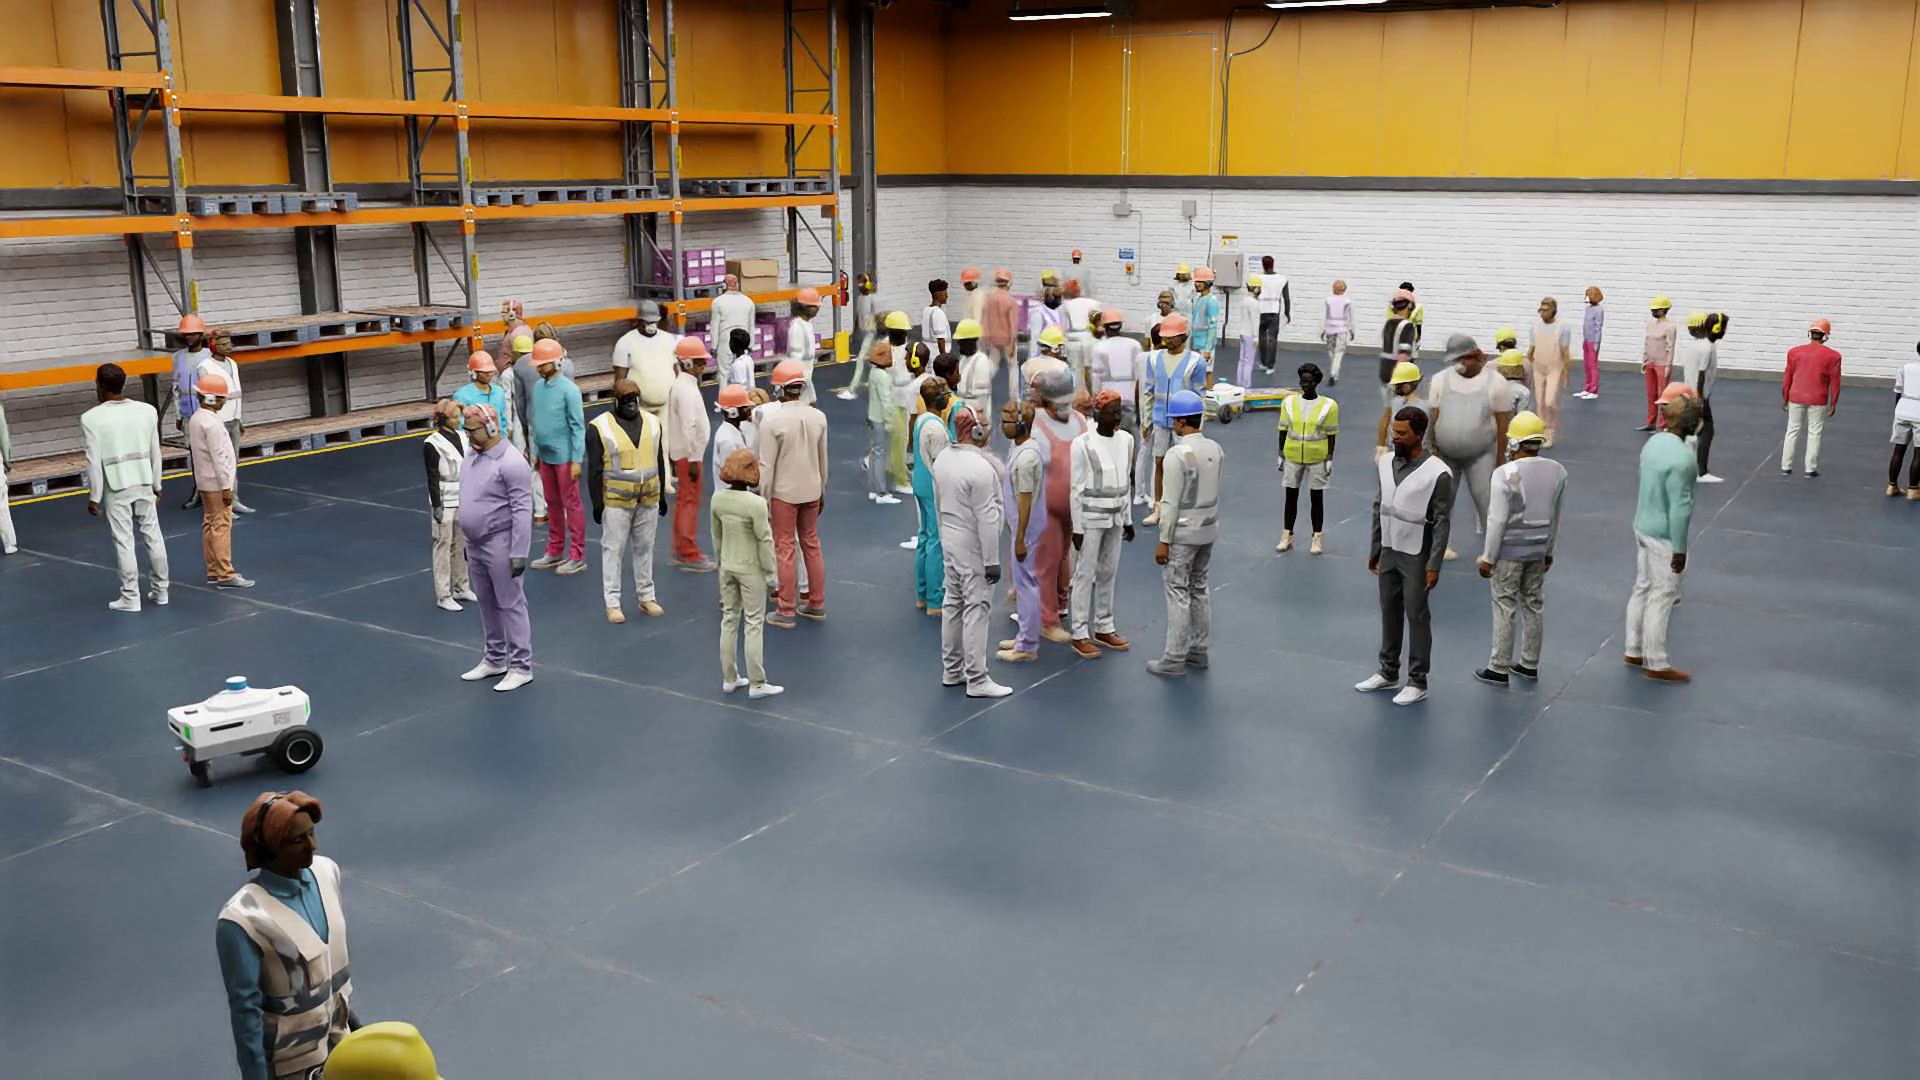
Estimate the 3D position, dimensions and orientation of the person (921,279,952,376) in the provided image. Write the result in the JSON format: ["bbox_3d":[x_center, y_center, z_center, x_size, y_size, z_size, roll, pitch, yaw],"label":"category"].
[{"bbox_3d":[-0.286,-2.306,20.973,0.368,1.966,0.602,-5,14,-20],"label":"person"}]

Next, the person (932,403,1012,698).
[{"bbox_3d":[0.087,0.066,10.803,0.407,1.913,0.639,-7,15,-29],"label":"person"}]

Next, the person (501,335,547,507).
[{"bbox_3d":[-4.283,-1.155,16.467,0.320,1.742,0.492,12,18,42],"label":"person"}]

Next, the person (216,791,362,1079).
[{"bbox_3d":[-1.997,1.535,5.022,0.310,1.642,0.514,3,13,13],"label":"person"}]

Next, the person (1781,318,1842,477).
[{"bbox_3d":[9.318,-1.556,18.221,0.573,1.738,0.351,9,16,35],"label":"person"}]

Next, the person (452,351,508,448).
[{"bbox_3d":[-4.298,-0.838,15.066,0.332,1.753,0.561,8,15,33],"label":"person"}]

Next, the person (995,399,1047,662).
[{"bbox_3d":[0.429,-0.063,11.538,0.344,1.840,0.504,1,13,5],"label":"person"}]

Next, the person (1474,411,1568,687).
[{"bbox_3d":[3.688,0.060,11.000,0.600,1.831,0.404,-6,14,-23],"label":"person"}]

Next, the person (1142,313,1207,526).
[{"bbox_3d":[1.989,-1.109,15.615,0.614,2.038,0.396,7,15,29],"label":"person"}]

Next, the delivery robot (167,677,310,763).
[{"bbox_3d":[-4.085,1.019,9.434,0.707,0.478,0.477,-11,17,-39],"label":"delivery robot"}]

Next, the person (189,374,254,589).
[{"bbox_3d":[-6.028,-0.478,13.530,0.339,1.742,0.563,-11,17,-38],"label":"person"}]

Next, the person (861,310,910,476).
[{"bbox_3d":[-0.834,-1.613,18.273,0.682,1.817,0.522,6,14,25],"label":"person"}]

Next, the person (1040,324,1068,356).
[{"bbox_3d":[0.960,-1.408,17.546,0.339,1.747,0.573,1,13,3],"label":"person"}]

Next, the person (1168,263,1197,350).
[{"bbox_3d":[3.680,-3.707,27.545,0.487,1.741,0.313,1,13,6],"label":"person"}]

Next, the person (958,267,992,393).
[{"bbox_3d":[0.180,-2.813,23.168,0.431,1.964,0.624,-3,13,-12],"label":"person"}]

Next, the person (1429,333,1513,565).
[{"bbox_3d":[4.384,-0.819,14.359,0.723,2.000,0.553,7,15,27],"label":"person"}]

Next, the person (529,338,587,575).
[{"bbox_3d":[-3.391,-0.702,13.964,0.611,1.989,0.398,12,17,41],"label":"person"}]

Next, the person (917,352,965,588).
[{"bbox_3d":[-0.139,-0.567,13.534,0.388,1.919,0.594,-9,16,-35],"label":"person"}]

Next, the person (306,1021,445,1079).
[{"bbox_3d":[-1.186,1.830,3.495,0.339,1.761,0.524,-1,13,-5],"label":"person"}]

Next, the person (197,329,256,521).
[{"bbox_3d":[-7.144,-1.122,16.102,0.373,1.843,0.571,1,13,4],"label":"person"}]

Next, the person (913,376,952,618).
[{"bbox_3d":[-0.181,-0.329,12.663,0.345,1.847,0.508,-4,14,-18],"label":"person"}]

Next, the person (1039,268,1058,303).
[{"bbox_3d":[1.482,-3.473,26.561,0.465,1.723,0.491,-10,17,-38],"label":"person"}]

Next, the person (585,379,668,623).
[{"bbox_3d":[-2.489,-0.302,12.555,0.634,1.841,0.429,-10,16,-36],"label":"person"}]

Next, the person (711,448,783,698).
[{"bbox_3d":[-1.394,0.213,10.773,0.499,1.634,0.288,9,16,35],"label":"person"}]

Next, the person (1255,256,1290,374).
[{"bbox_3d":[5.068,-3.681,27.132,0.641,1.867,0.913,3,13,11],"label":"person"}]

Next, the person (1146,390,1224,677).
[{"bbox_3d":[1.533,-0.043,11.243,0.419,1.932,0.618,10,17,38],"label":"person"}]

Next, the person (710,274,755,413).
[{"bbox_3d":[-3.122,-2.678,22.750,0.659,1.894,0.400,-9,16,-34],"label":"person"}]

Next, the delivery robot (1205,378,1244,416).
[{"bbox_3d":[3.483,-1.905,22.120,0.477,0.478,0.707,11,17,39],"label":"delivery robot"}]

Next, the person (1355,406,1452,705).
[{"bbox_3d":[2.872,0.090,10.684,0.378,1.917,0.597,-7,15,-29],"label":"person"}]

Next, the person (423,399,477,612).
[{"bbox_3d":[-3.943,-0.279,12.904,0.309,1.638,0.511,4,14,17],"label":"person"}]

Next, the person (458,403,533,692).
[{"bbox_3d":[-3.081,0.042,10.932,0.655,1.900,0.407,11,17,41],"label":"person"}]

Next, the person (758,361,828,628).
[{"bbox_3d":[-1.256,-0.344,12.430,0.406,1.987,0.622,12,18,42],"label":"person"}]

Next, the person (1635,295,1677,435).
[{"bbox_3d":[8.812,-2.214,21.033,0.347,1.760,0.525,-3,13,-13],"label":"person"}]

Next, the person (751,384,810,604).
[{"bbox_3d":[-1.342,-0.432,13.028,0.575,1.883,0.362,4,14,18],"label":"person"}]

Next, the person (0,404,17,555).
[{"bbox_3d":[-8.552,-0.649,14.499,0.514,1.640,0.310,-9,16,-35],"label":"person"}]

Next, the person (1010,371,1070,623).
[{"bbox_3d":[0.597,-0.320,12.496,0.401,1.903,0.646,12,17,42],"label":"person"}]

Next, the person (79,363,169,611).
[{"bbox_3d":[-6.423,-0.402,12.820,0.398,1.919,0.588,9,16,34],"label":"person"}]

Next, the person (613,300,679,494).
[{"bbox_3d":[-3.222,-1.498,17.305,0.701,2.000,0.555,-7,15,-29],"label":"person"}]
